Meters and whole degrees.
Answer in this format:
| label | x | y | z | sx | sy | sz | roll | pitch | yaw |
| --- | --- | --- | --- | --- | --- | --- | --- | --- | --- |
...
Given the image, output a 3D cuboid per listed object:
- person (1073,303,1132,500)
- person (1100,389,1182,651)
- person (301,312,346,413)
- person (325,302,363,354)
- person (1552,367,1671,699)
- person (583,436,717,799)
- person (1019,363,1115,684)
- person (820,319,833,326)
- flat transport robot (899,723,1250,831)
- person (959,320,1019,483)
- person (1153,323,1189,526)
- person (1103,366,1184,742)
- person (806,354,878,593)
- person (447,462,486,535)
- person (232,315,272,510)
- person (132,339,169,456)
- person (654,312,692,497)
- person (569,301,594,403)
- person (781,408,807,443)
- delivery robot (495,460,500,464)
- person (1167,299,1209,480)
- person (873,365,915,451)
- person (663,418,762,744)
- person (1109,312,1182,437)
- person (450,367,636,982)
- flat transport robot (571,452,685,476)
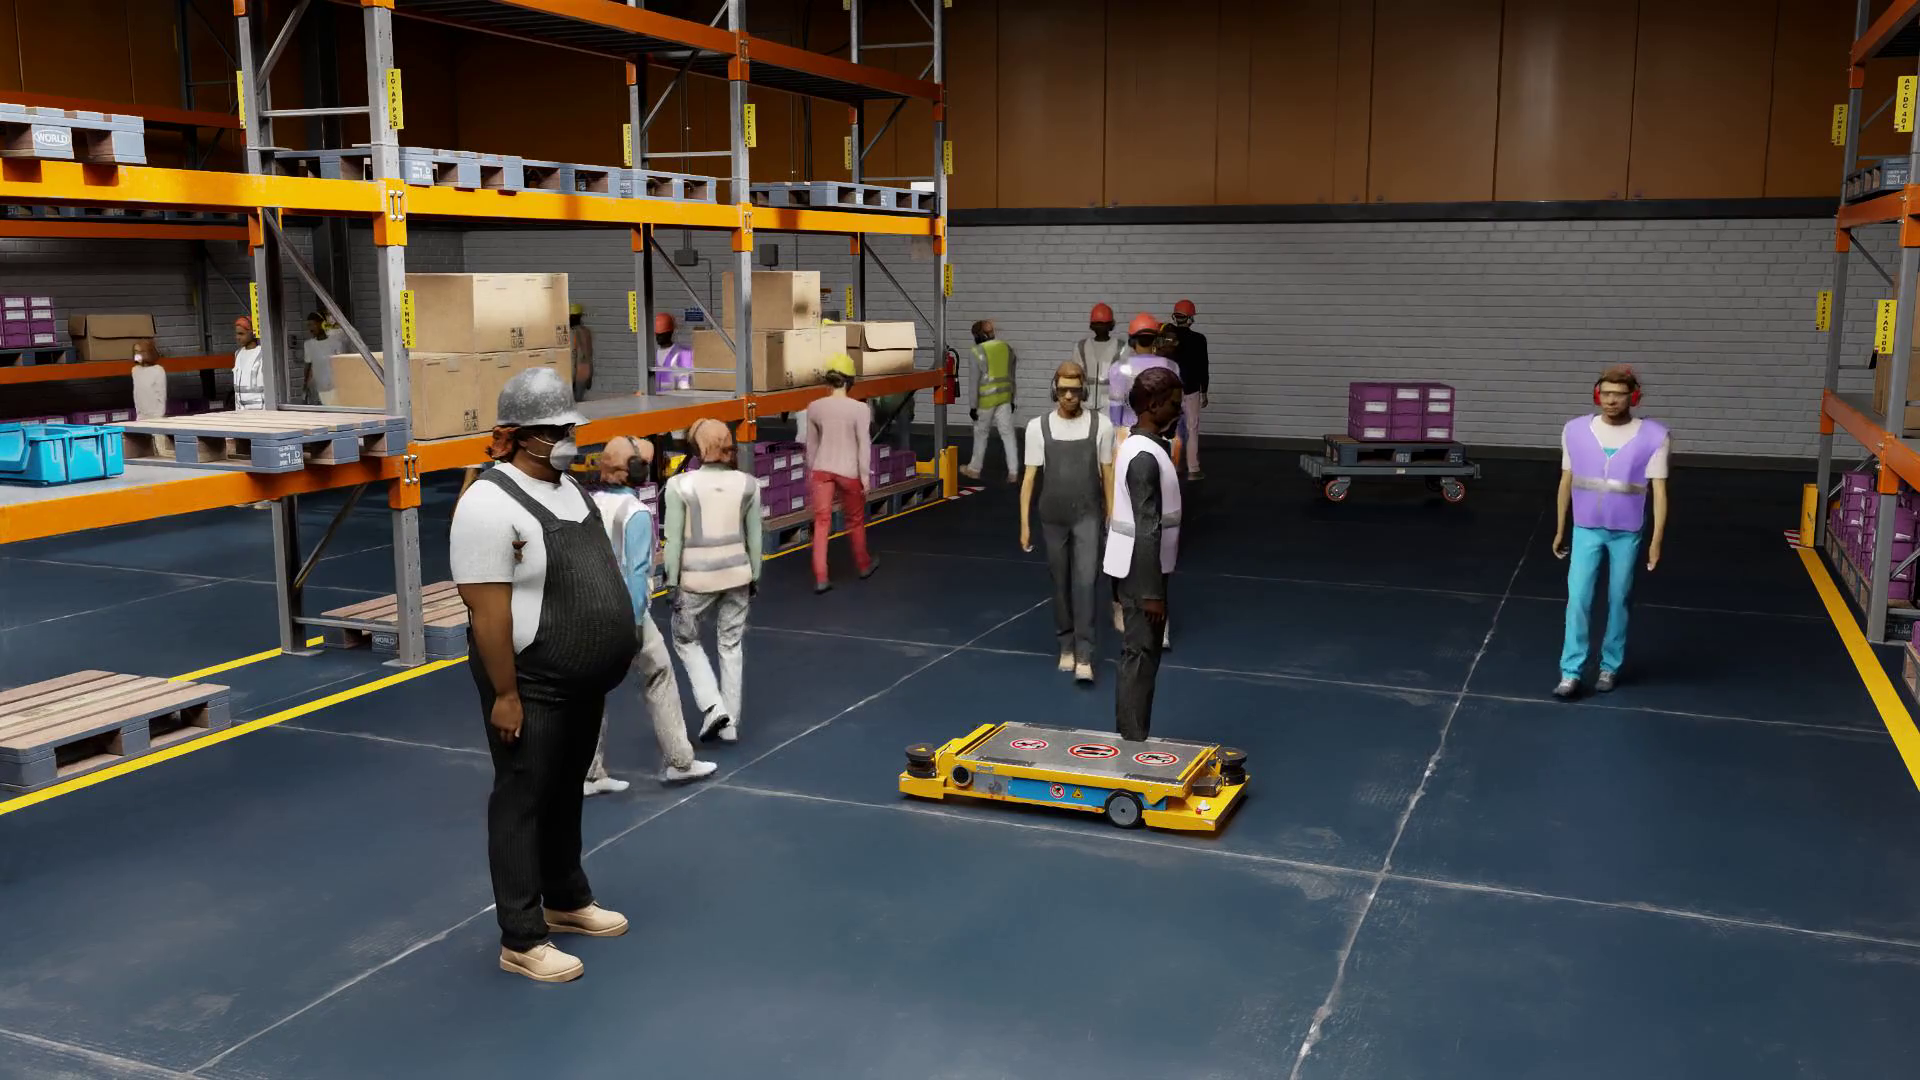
| label | x | y | z | sx | sy | sz | roll | pitch | yaw |
| --- | --- | --- | --- | --- | --- | --- | --- | --- | --- |
| person | 1.448 | -1.414 | 16.986 | 0.619 | 2.003 | 1.066 | 4 | 10 | 22 |
| person | 1.128 | -0.171 | 10.448 | 0.529 | 1.652 | 0.874 | 0 | 9 | -3 |
| person | -7.319 | -1.690 | 19.126 | 0.525 | 1.824 | 0.891 | 3 | 10 | 15 |
| person | -7.421 | -1.878 | 19.934 | 0.632 | 1.940 | 0.372 | 4 | 10 | 22 |
| person | 3.497 | -0.020 | 9.023 | 0.603 | 1.811 | 0.840 | 6 | 11 | 31 |
| person | -1.437 | 0.337 | 7.485 | 0.739 | 1.605 | 0.504 | -9 | 13 | -43 |
| person | 0.608 | -0.084 | 9.426 | 0.547 | 1.810 | 0.869 | 1 | 9 | 7 |
| person | -1.459 | -1.649 | 19.051 | 0.604 | 1.775 | 0.983 | 6 | 11 | 34 |
| flat transport robot | 0.512 | 1.023 | 7.392 | 1.431 | 0.197 | 0.652 | 4 | 10 | 22 |
| person | 0.339 | -1.506 | 18.198 | 0.679 | 1.776 | 0.976 | -6 | 11 | -31 |
| person | 1.812 | -1.021 | 14.986 | 0.366 | 1.858 | 0.555 | 8 | 12 | 41 |
| person | 0.845 | 0.170 | 7.591 | 0.388 | 1.916 | 0.593 | 0 | 9 | 3 |
| person | -0.870 | -0.502 | 12.235 | 0.543 | 1.711 | 0.895 | 3 | 10 | 18 |
| person | -4.279 | -0.951 | 14.528 | 0.562 | 1.895 | 0.997 | 2 | 10 | 13 |
| person | -6.877 | -1.240 | 16.219 | 0.572 | 1.887 | 0.356 | 6 | 11 | 31 |
| person | -8.334 | -1.242 | 17.021 | 0.532 | 1.612 | 0.522 | 5 | 10 | 26 |
| person | -2.936 | -1.390 | 17.089 | 0.539 | 1.907 | 0.771 | 5 | 11 | 28 |
| person | -4.954 | -2.172 | 21.800 | 0.550 | 1.904 | 0.607 | 2 | 10 | 9 |
| person | -1.602 | -1.411 | 17.604 | 0.644 | 1.783 | 1.013 | 7 | 12 | 38 |
| delivery robot | -4.583 | -0.814 | 17.381 | 0.477 | 0.478 | 0.707 | 1 | 9 | 4 |
| person | 2.467 | -1.655 | 18.405 | 0.608 | 1.996 | 0.380 | 5 | 11 | 27 |
| person | -0.743 | -1.449 | 18.354 | 0.501 | 1.605 | 0.778 | -4 | 10 | -23 |
| person | -1.213 | 0.212 | 8.184 | 0.533 | 1.624 | 0.370 | -6 | 11 | -31 |
| person | 1.507 | -0.831 | 13.426 | 0.625 | 2.003 | 1.030 | -2 | 10 | -10 |
| person | -1.361 | 0.431 | 5.629 | 0.538 | 2.000 | 0.683 | 2 | 10 | 13 |
| flat transport robot | -3.658 | -0.890 | 18.983 | 1.431 | 0.197 | 0.652 | 4 | 10 | 22 |
